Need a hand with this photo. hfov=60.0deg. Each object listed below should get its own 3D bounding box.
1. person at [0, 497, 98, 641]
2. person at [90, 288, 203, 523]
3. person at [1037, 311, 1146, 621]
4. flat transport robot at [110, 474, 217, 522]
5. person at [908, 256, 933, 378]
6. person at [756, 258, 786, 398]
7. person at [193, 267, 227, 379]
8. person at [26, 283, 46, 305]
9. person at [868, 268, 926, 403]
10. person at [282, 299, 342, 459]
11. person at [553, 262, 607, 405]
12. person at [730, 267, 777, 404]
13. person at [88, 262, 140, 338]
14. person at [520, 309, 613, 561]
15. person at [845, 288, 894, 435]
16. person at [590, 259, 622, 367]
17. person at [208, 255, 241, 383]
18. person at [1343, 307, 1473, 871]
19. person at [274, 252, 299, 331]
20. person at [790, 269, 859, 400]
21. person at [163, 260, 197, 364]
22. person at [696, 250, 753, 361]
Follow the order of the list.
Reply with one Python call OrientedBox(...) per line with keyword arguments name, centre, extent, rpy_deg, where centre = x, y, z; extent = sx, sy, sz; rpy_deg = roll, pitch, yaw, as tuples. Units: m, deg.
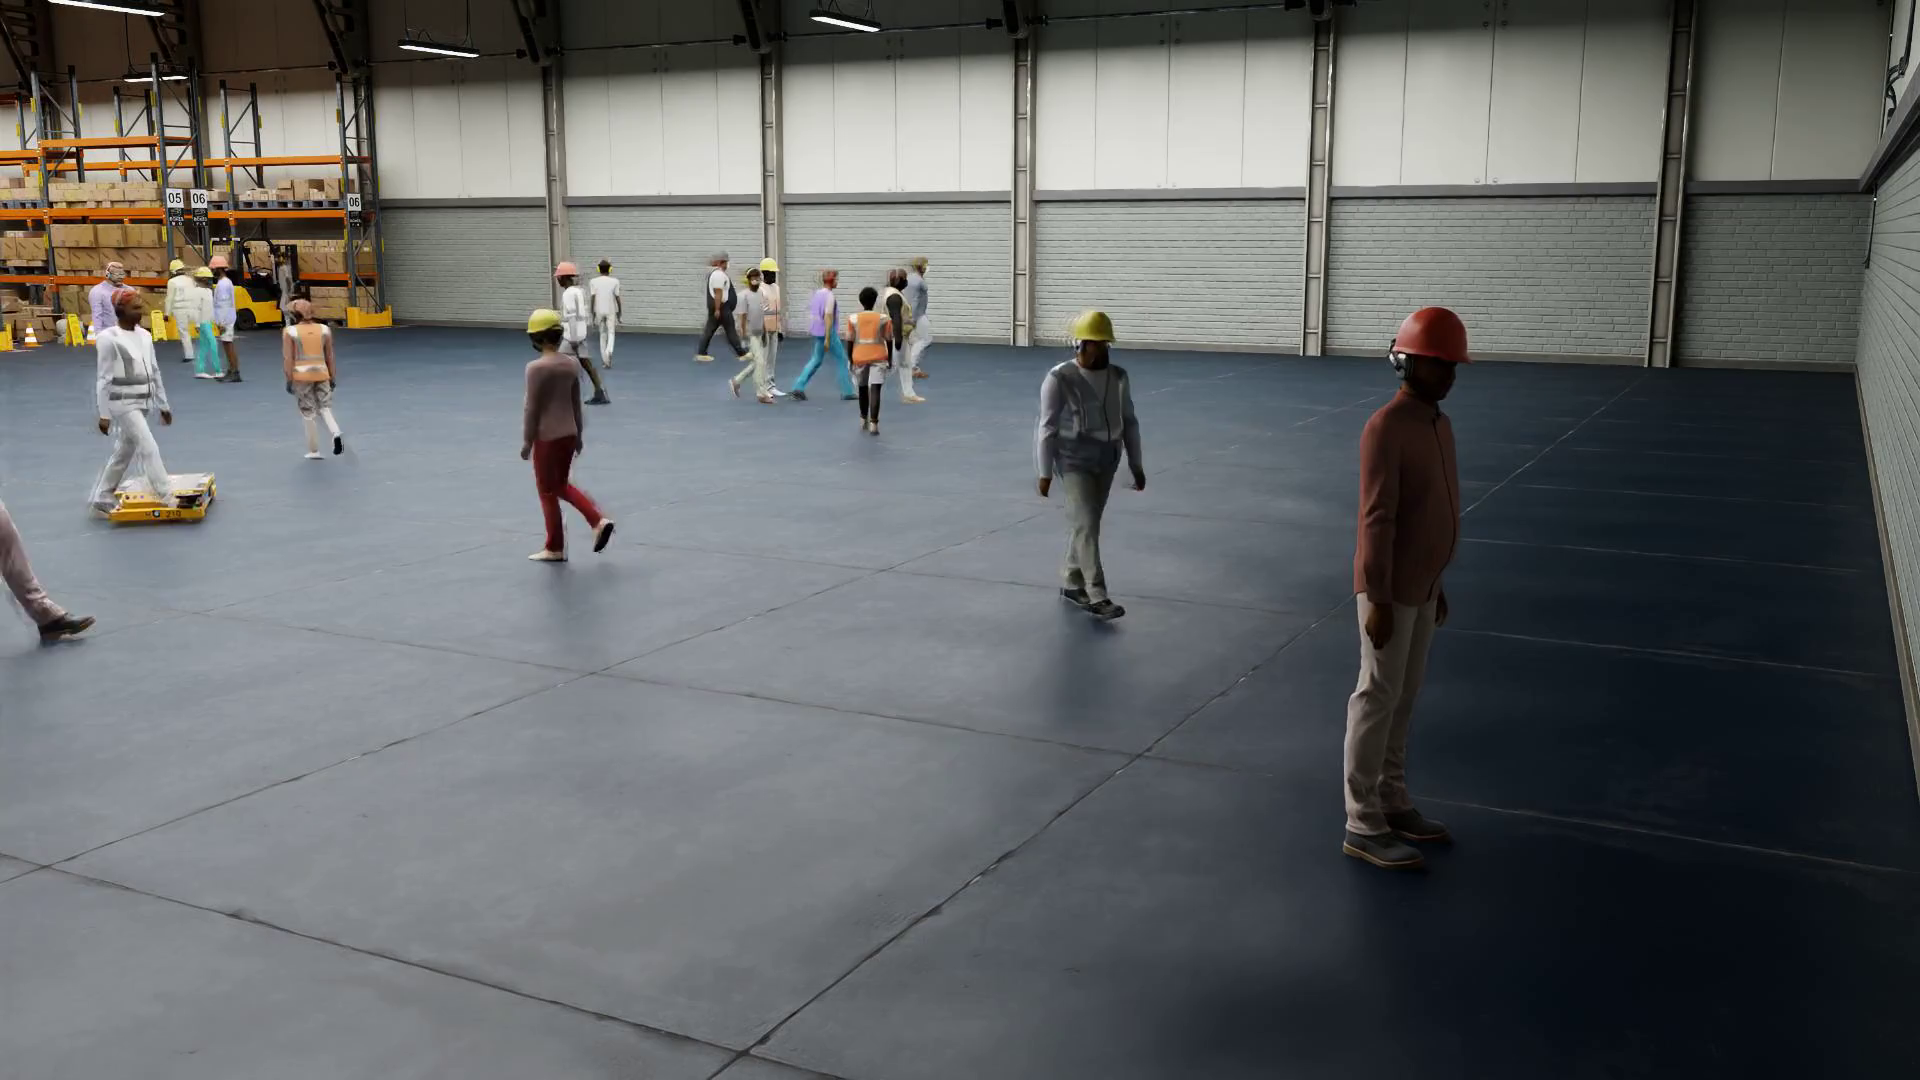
OrientedBox(name="person", centre=(-5.360, -0.348, 8.942), extent=(1.072, 1.935, 0.643), rpy_deg=(-3, 11, -16))
OrientedBox(name="person", centre=(-6.478, -1.044, 13.010), extent=(0.976, 1.838, 0.593), rpy_deg=(1, 10, 6))
OrientedBox(name="person", centre=(0.826, -0.432, 9.759), extent=(0.618, 1.793, 0.862), rpy_deg=(-7, 13, -34))
OrientedBox(name="flat transport robot", centre=(-6.485, -0.368, 13.579), extent=(0.652, 0.197, 1.431), rpy_deg=(-4, 11, -19))
OrientedBox(name="person", centre=(-0.617, -3.480, 26.052), extent=(0.434, 1.925, 0.630), rpy_deg=(0, 10, 0))
OrientedBox(name="person", centre=(-2.656, -2.941, 23.088), extent=(0.364, 1.928, 0.586), rpy_deg=(5, 12, 27))
OrientedBox(name="person", centre=(-11.656, -3.381, 25.965), extent=(0.711, 1.741, 0.547), rpy_deg=(0, 10, -3))
OrientedBox(name="person", centre=(-24.770, -6.878, 44.587), extent=(0.392, 1.921, 0.585), rpy_deg=(5, 12, 26))
OrientedBox(name="person", centre=(-0.907, -2.716, 22.181), extent=(0.815, 1.815, 0.634), rpy_deg=(0, 10, -1))
OrientedBox(name="person", centre=(-6.438, -1.589, 16.569), extent=(0.456, 1.624, 0.512), rpy_deg=(9, 14, 42))
OrientedBox(name="person", centre=(-5.159, -2.714, 21.980), extent=(0.994, 1.881, 0.577), rpy_deg=(1, 10, 4))
OrientedBox(name="person", centre=(-2.803, -2.738, 22.274), extent=(0.721, 1.831, 0.564), rpy_deg=(6, 12, 28))
OrientedBox(name="person", centre=(-10.739, -2.591, 21.257), extent=(0.409, 1.904, 0.639), rpy_deg=(5, 12, 26))
OrientedBox(name="person", centre=(-2.727, -0.698, 11.364), extent=(0.504, 1.748, 0.525), rpy_deg=(4, 11, 20))
OrientedBox(name="person", centre=(-1.022, -2.045, 18.951), extent=(0.539, 1.640, 0.910), rpy_deg=(0, 10, 3))
OrientedBox(name="person", centre=(-6.025, -3.837, 28.229), extent=(0.528, 1.849, 0.779), rpy_deg=(0, 10, -2))
OrientedBox(name="person", centre=(-11.243, -3.367, 25.387), extent=(0.363, 1.937, 0.549), rpy_deg=(-4, 11, -21))
OrientedBox(name="person", centre=(1.615, 0.164, 5.982), extent=(0.392, 1.991, 0.612), rpy_deg=(7, 13, 34))
OrientedBox(name="person", centre=(-15.868, -5.839, 39.117), extent=(0.443, 1.848, 0.551), rpy_deg=(-6, 12, -31))
OrientedBox(name="person", centre=(-1.842, -2.784, 22.601), extent=(0.990, 1.792, 0.574), rpy_deg=(-5, 12, -26))
OrientedBox(name="person", centre=(-13.669, -3.987, 29.121), extent=(0.586, 1.811, 0.614), rpy_deg=(2, 11, 13))
OrientedBox(name="person", centre=(-4.228, -4.190, 29.590), extent=(1.060, 2.000, 0.699), rpy_deg=(-3, 11, -18))
